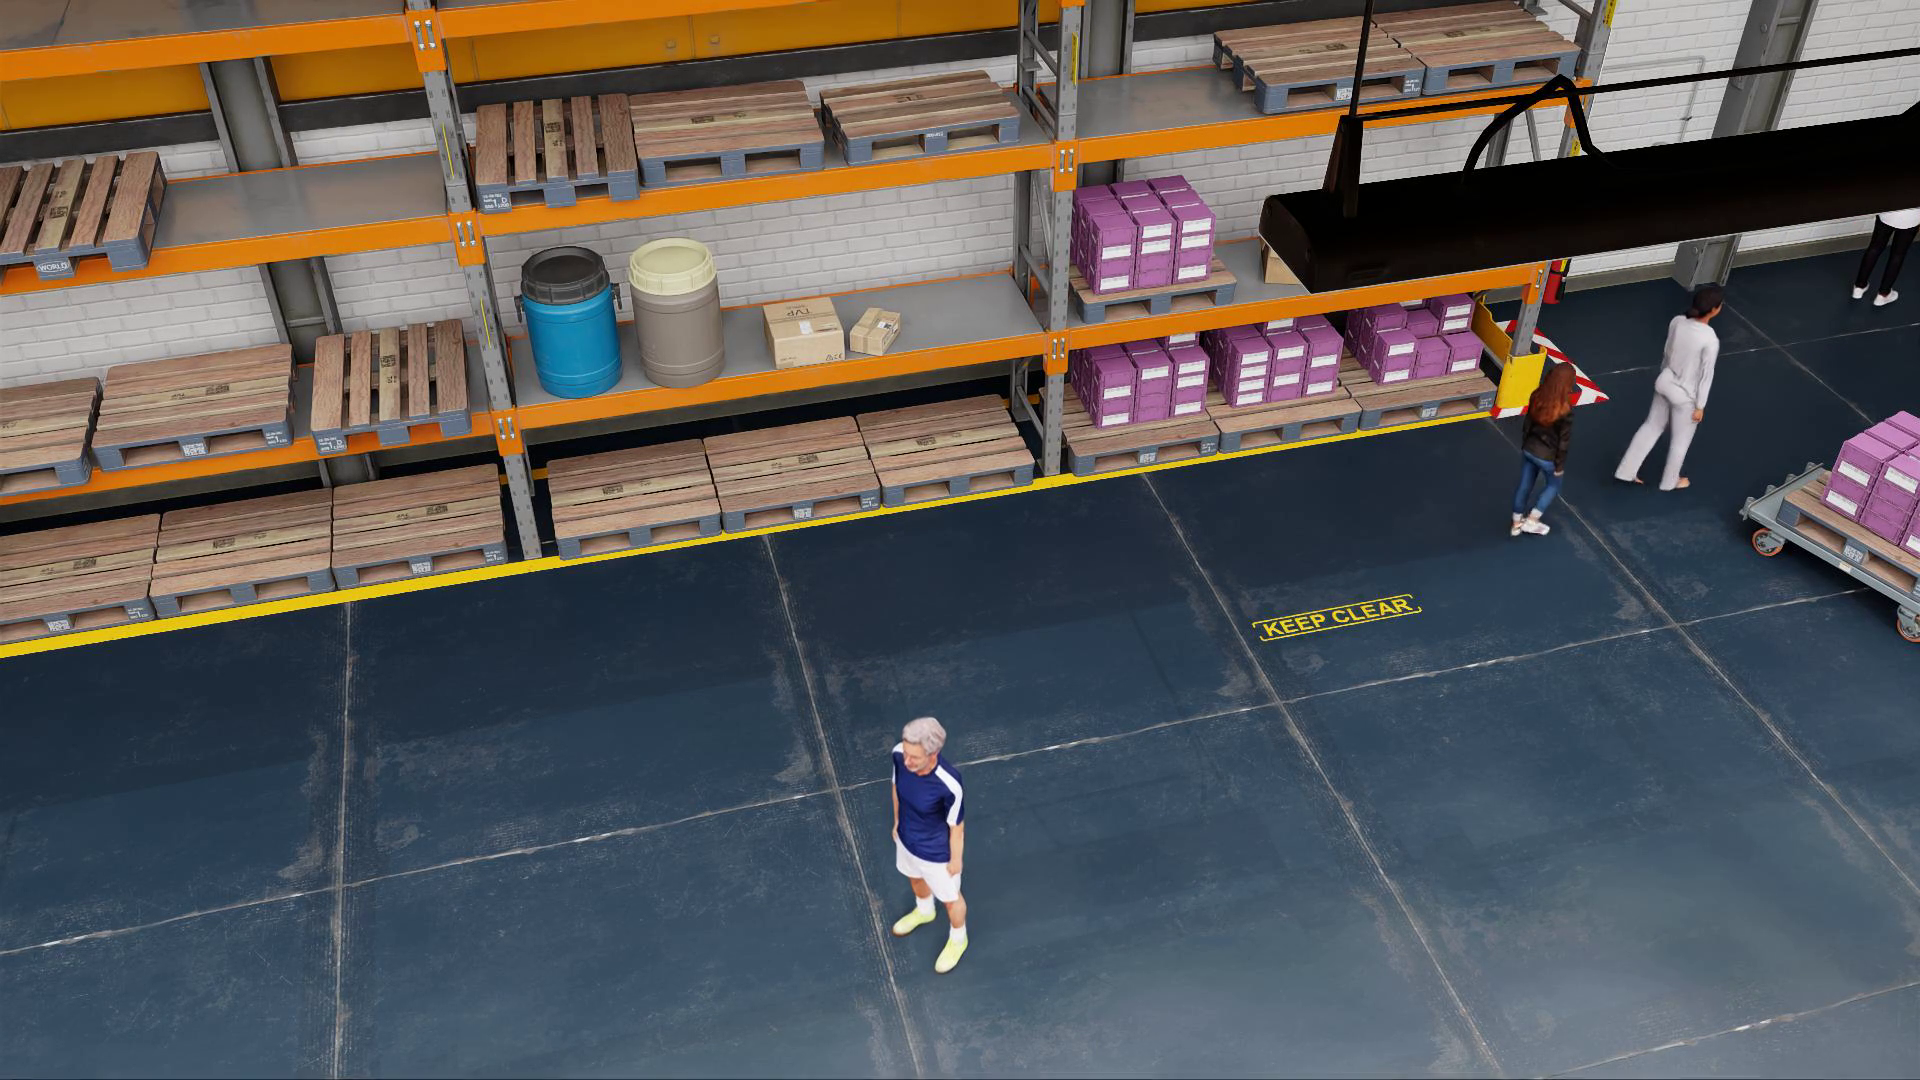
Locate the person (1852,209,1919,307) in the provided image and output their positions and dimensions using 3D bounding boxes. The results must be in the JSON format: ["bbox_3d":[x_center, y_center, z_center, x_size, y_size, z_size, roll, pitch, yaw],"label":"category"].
[{"bbox_3d":[8.299,-2.929,14.626,0.713,1.807,0.715,-32,48,-33],"label":"person"}]

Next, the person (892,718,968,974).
[{"bbox_3d":[-0.163,1.592,8.947,0.739,1.829,0.753,31,48,33],"label":"person"}]

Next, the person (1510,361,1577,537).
[{"bbox_3d":[4.165,-0.619,11.996,0.647,1.478,0.652,-23,44,-26],"label":"person"}]

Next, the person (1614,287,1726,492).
[{"bbox_3d":[5.327,-1.116,12.399,0.840,1.752,0.684,-14,41,-17],"label":"person"}]
